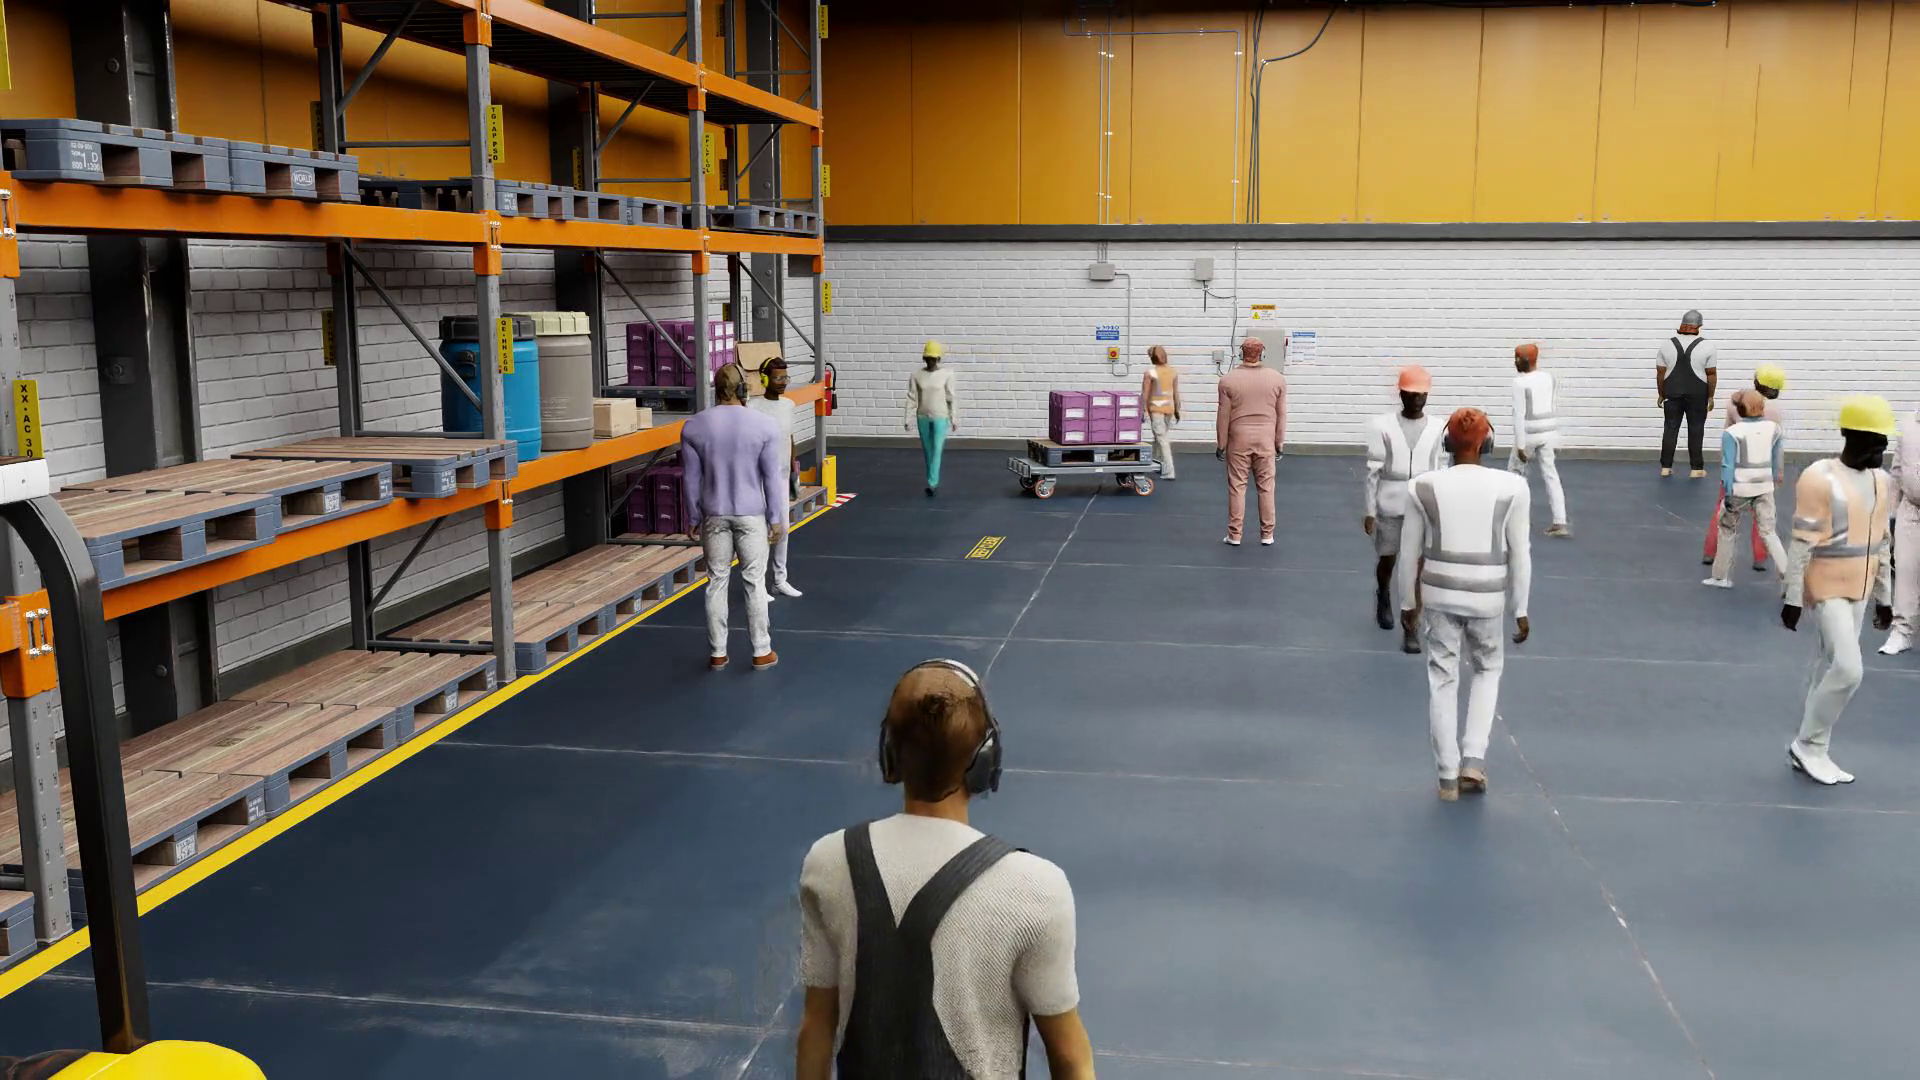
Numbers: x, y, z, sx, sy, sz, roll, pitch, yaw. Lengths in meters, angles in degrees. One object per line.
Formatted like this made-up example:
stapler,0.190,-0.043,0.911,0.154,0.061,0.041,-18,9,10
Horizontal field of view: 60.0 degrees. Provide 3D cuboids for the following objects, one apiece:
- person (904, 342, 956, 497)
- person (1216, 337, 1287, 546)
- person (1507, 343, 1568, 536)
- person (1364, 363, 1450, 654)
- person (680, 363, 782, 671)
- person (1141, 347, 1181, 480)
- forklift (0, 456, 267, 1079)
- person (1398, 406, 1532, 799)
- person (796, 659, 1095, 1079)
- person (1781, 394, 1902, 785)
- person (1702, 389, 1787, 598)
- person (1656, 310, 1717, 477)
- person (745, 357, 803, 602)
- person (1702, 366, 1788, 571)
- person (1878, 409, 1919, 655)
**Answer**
person,-0.347,-1.335,18.473,0.560,1.709,0.918,2,9,13
person,2.645,-0.891,15.153,0.638,1.909,0.407,0,9,0
person,5.452,-0.958,15.855,0.597,1.829,1.036,-3,10,-20
person,3.004,-0.249,11.216,0.550,1.910,0.909,2,9,9
person,-1.421,-0.137,10.418,0.629,1.937,0.379,1,9,5
person,2.367,-1.535,20.087,0.520,1.583,0.879,-6,11,-33
forklift,-2.328,0.975,2.765,2.313,2.155,1.214,1,9,9
person,2.399,0.297,7.938,0.614,1.868,0.452,3,10,18
person,0.016,1.108,3.067,0.536,1.819,0.698,5,10,27
person,4.301,0.251,8.061,0.598,1.912,0.481,-5,10,-29
person,6.162,-0.363,12.865,0.529,1.604,0.788,-2,9,-9
person,8.869,-1.789,20.284,0.689,2.000,0.538,7,11,36
person,-1.427,-0.459,12.653,0.320,1.860,0.505,8,12,41
person,6.619,-0.607,13.962,0.328,1.719,0.568,-5,11,-29
person,6.421,-0.192,10.915,0.750,1.890,0.658,-7,11,-37
